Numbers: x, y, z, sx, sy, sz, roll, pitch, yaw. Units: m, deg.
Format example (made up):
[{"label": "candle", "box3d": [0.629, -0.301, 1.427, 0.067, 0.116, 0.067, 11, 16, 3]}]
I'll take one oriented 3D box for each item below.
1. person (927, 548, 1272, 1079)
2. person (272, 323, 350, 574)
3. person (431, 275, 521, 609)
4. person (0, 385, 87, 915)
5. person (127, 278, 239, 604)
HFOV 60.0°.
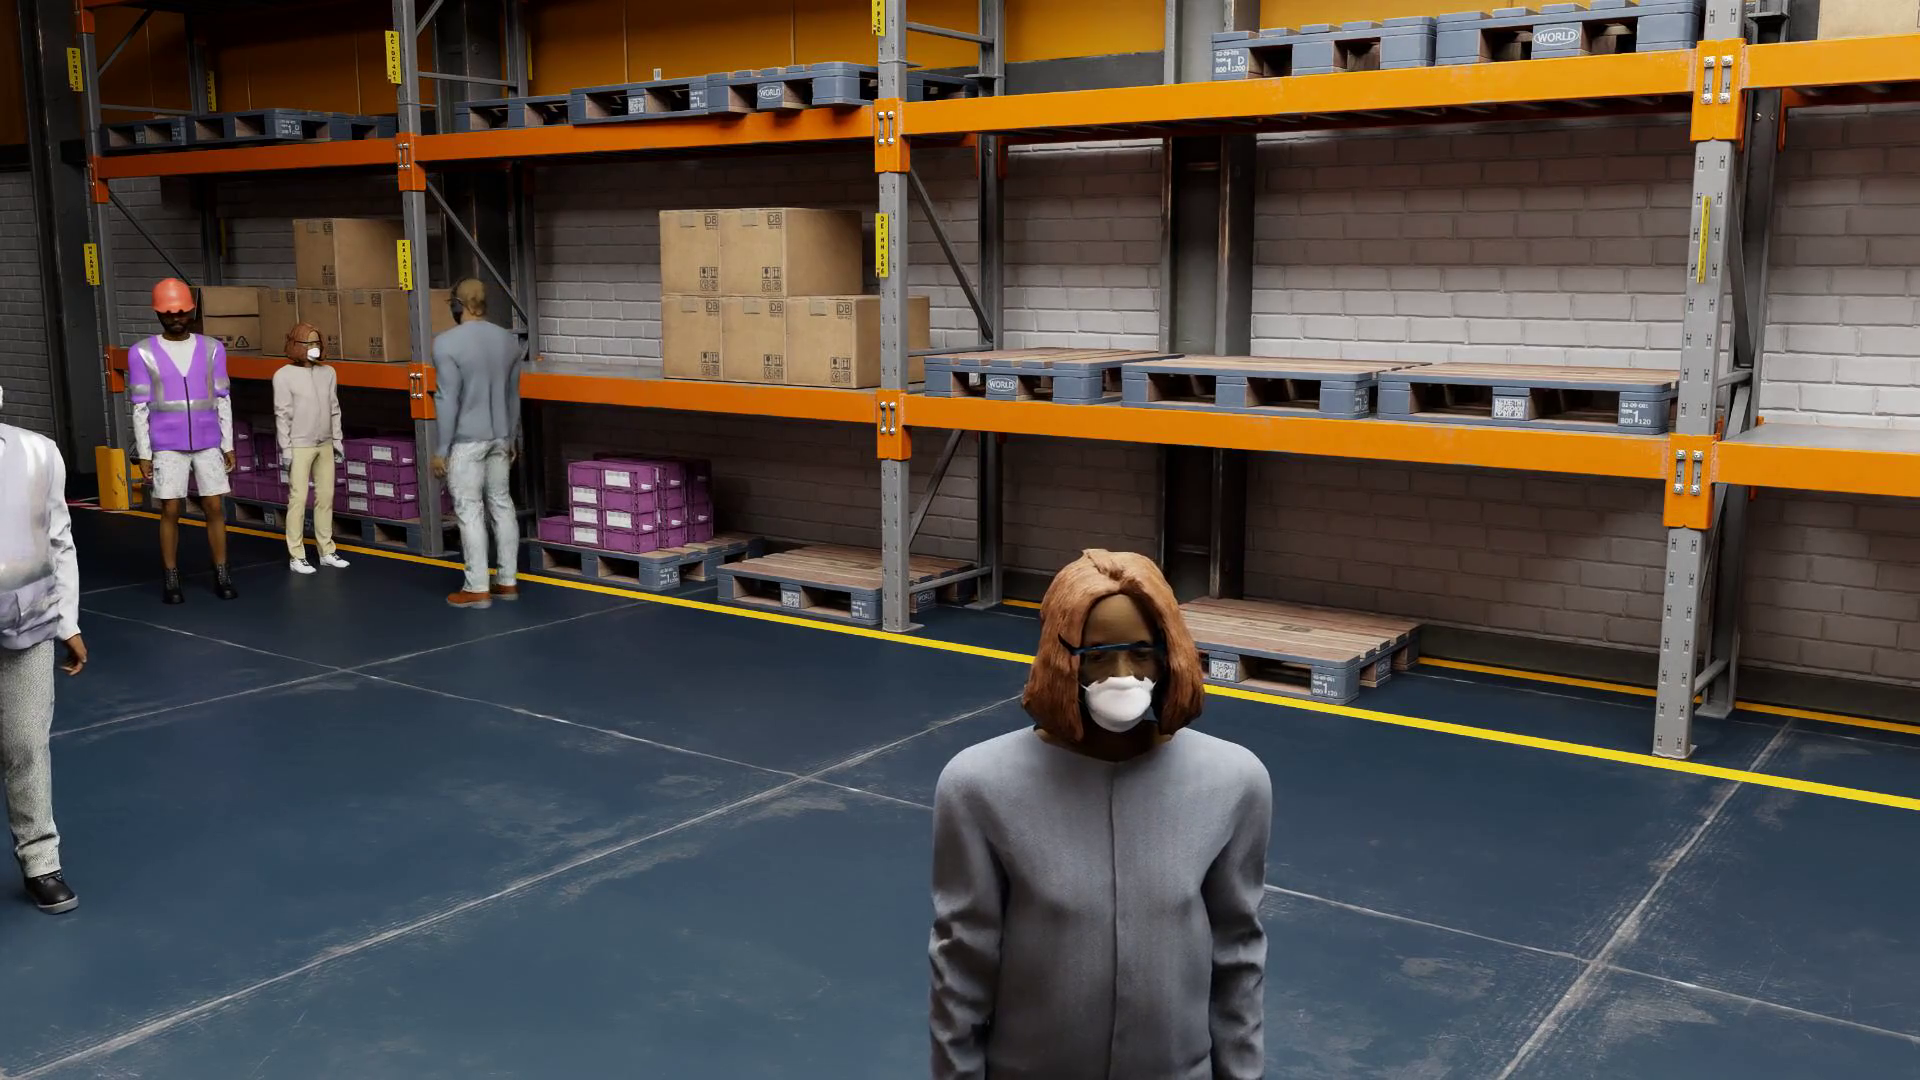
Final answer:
[{"label": "person", "box3d": [0.201, 0.817, 2.385, 0.497, 1.633, 0.285, -2, 10, -9]}, {"label": "person", "box3d": [-4.229, -0.596, 10.831, 0.282, 1.625, 0.493, 5, 11, 26]}, {"label": "person", "box3d": [-2.822, -0.571, 9.744, 0.355, 1.936, 0.636, 5, 11, 29]}, {"label": "person", "box3d": [-2.964, 0.276, 5.026, 0.600, 1.827, 0.403, -9, 13, -43]}, {"label": "person", "box3d": [-4.572, -0.573, 9.818, 0.543, 1.925, 0.399, -7, 12, -34]}]
